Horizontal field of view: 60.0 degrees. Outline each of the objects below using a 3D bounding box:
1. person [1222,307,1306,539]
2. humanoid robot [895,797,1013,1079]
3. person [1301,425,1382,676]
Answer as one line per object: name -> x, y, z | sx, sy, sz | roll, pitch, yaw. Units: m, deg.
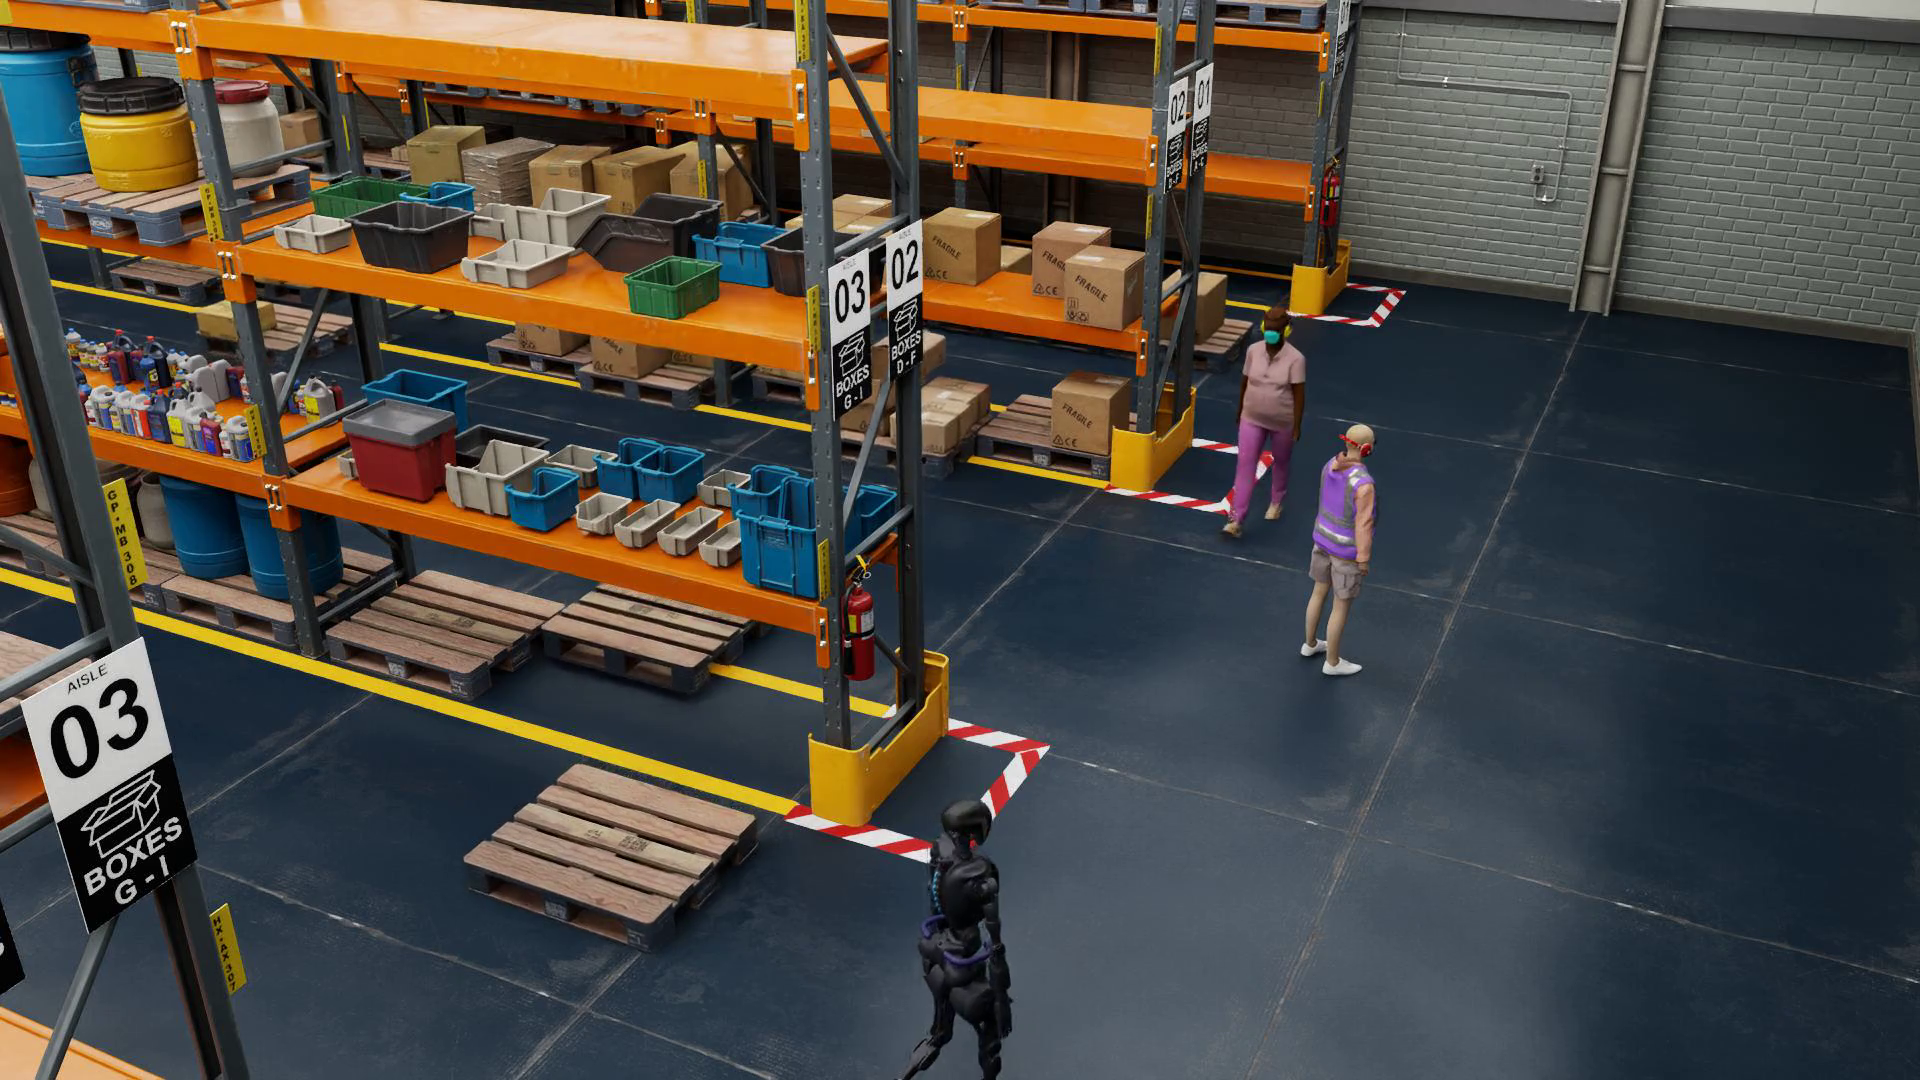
person -> 2.279, -0.860, 12.360 | 0.531, 1.746, 0.958 | 11, 28, 22
humanoid robot -> -0.048, 1.824, 7.038 | 0.670, 1.633, 0.584 | -16, 30, -29
person -> 2.431, 0.058, 10.589 | 0.352, 1.688, 0.489 | -11, 28, -21
